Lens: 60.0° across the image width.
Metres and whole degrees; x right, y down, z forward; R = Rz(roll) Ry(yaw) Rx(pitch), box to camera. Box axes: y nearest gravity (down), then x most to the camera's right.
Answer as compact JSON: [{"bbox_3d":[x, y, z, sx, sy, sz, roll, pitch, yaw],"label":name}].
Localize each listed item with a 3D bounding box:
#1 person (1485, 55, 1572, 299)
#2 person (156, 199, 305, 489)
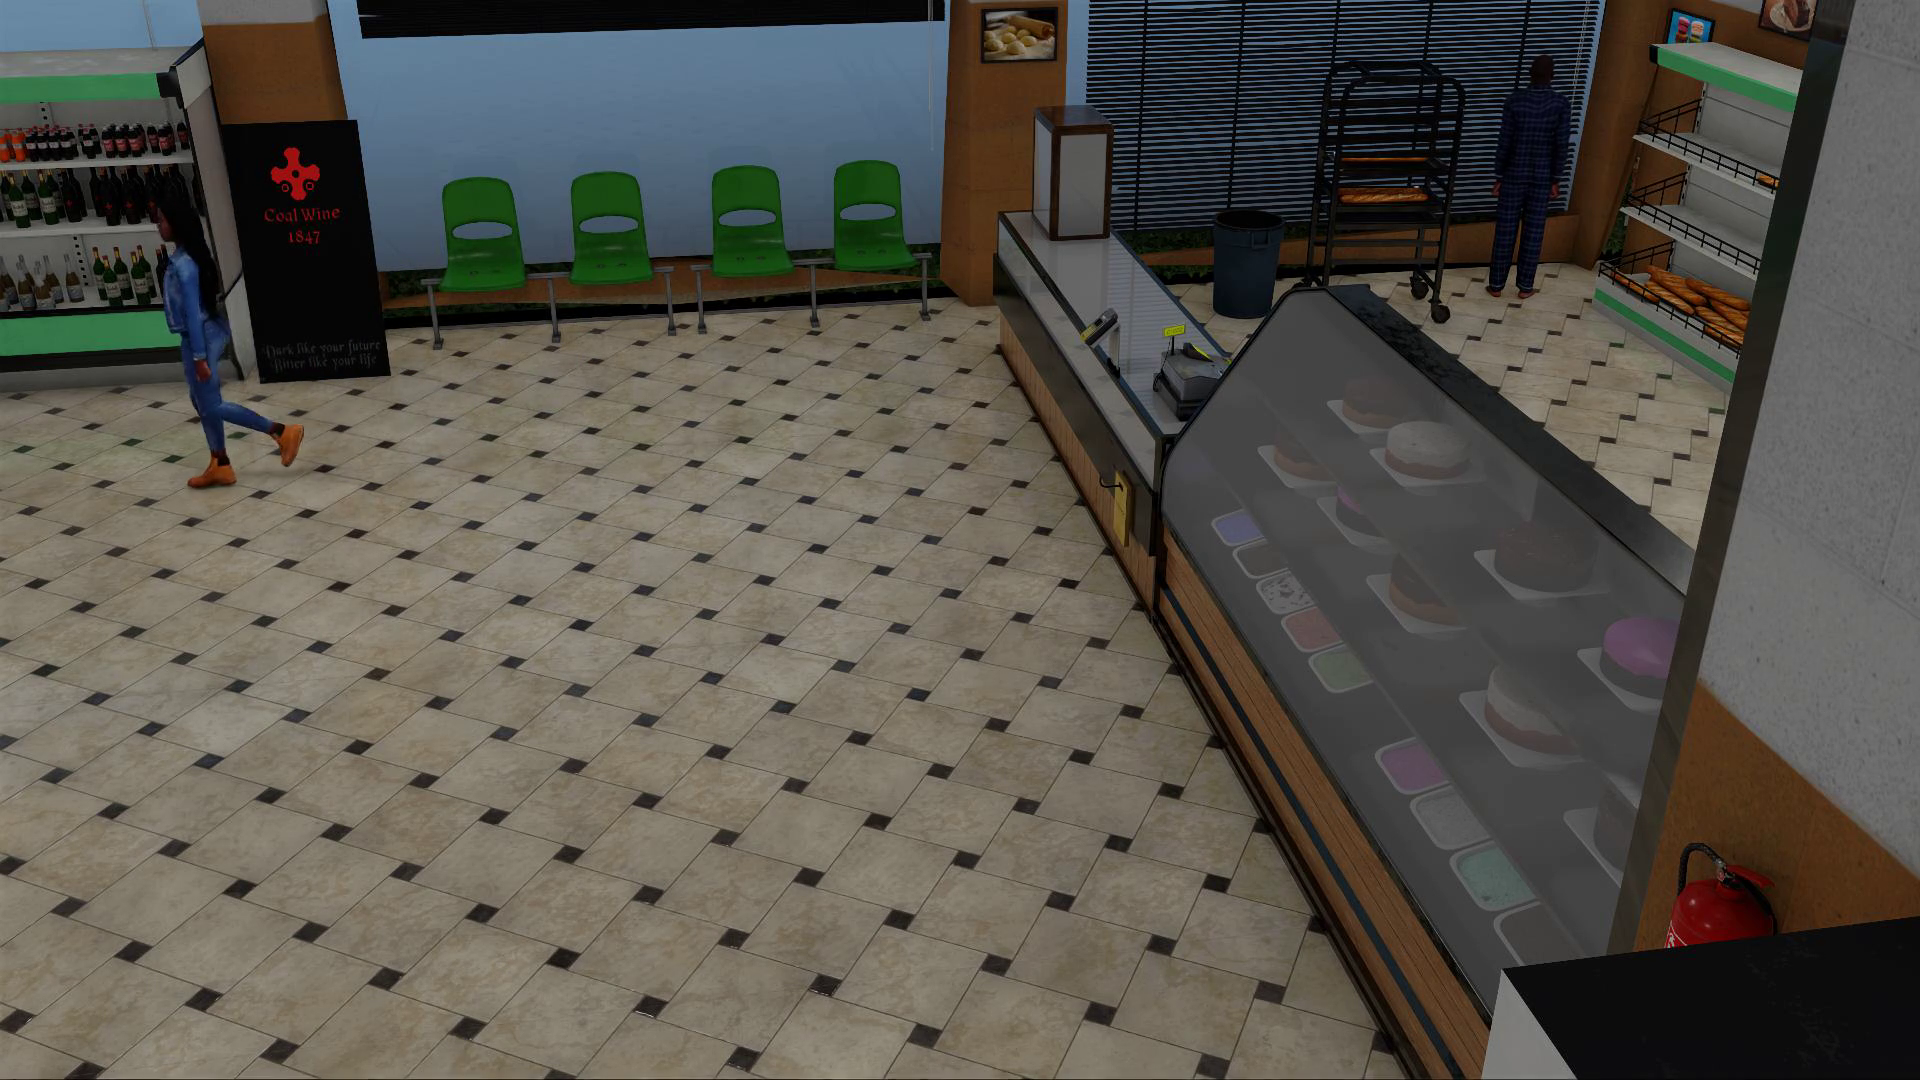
[{"bbox_3d":[4.257,-2.725,12.502,0.709,1.824,0.825,8,28,15],"label":"person"},{"bbox_3d":[-4.178,-1.087,9.415,0.950,1.695,0.671,-7,28,-14],"label":"person"}]
